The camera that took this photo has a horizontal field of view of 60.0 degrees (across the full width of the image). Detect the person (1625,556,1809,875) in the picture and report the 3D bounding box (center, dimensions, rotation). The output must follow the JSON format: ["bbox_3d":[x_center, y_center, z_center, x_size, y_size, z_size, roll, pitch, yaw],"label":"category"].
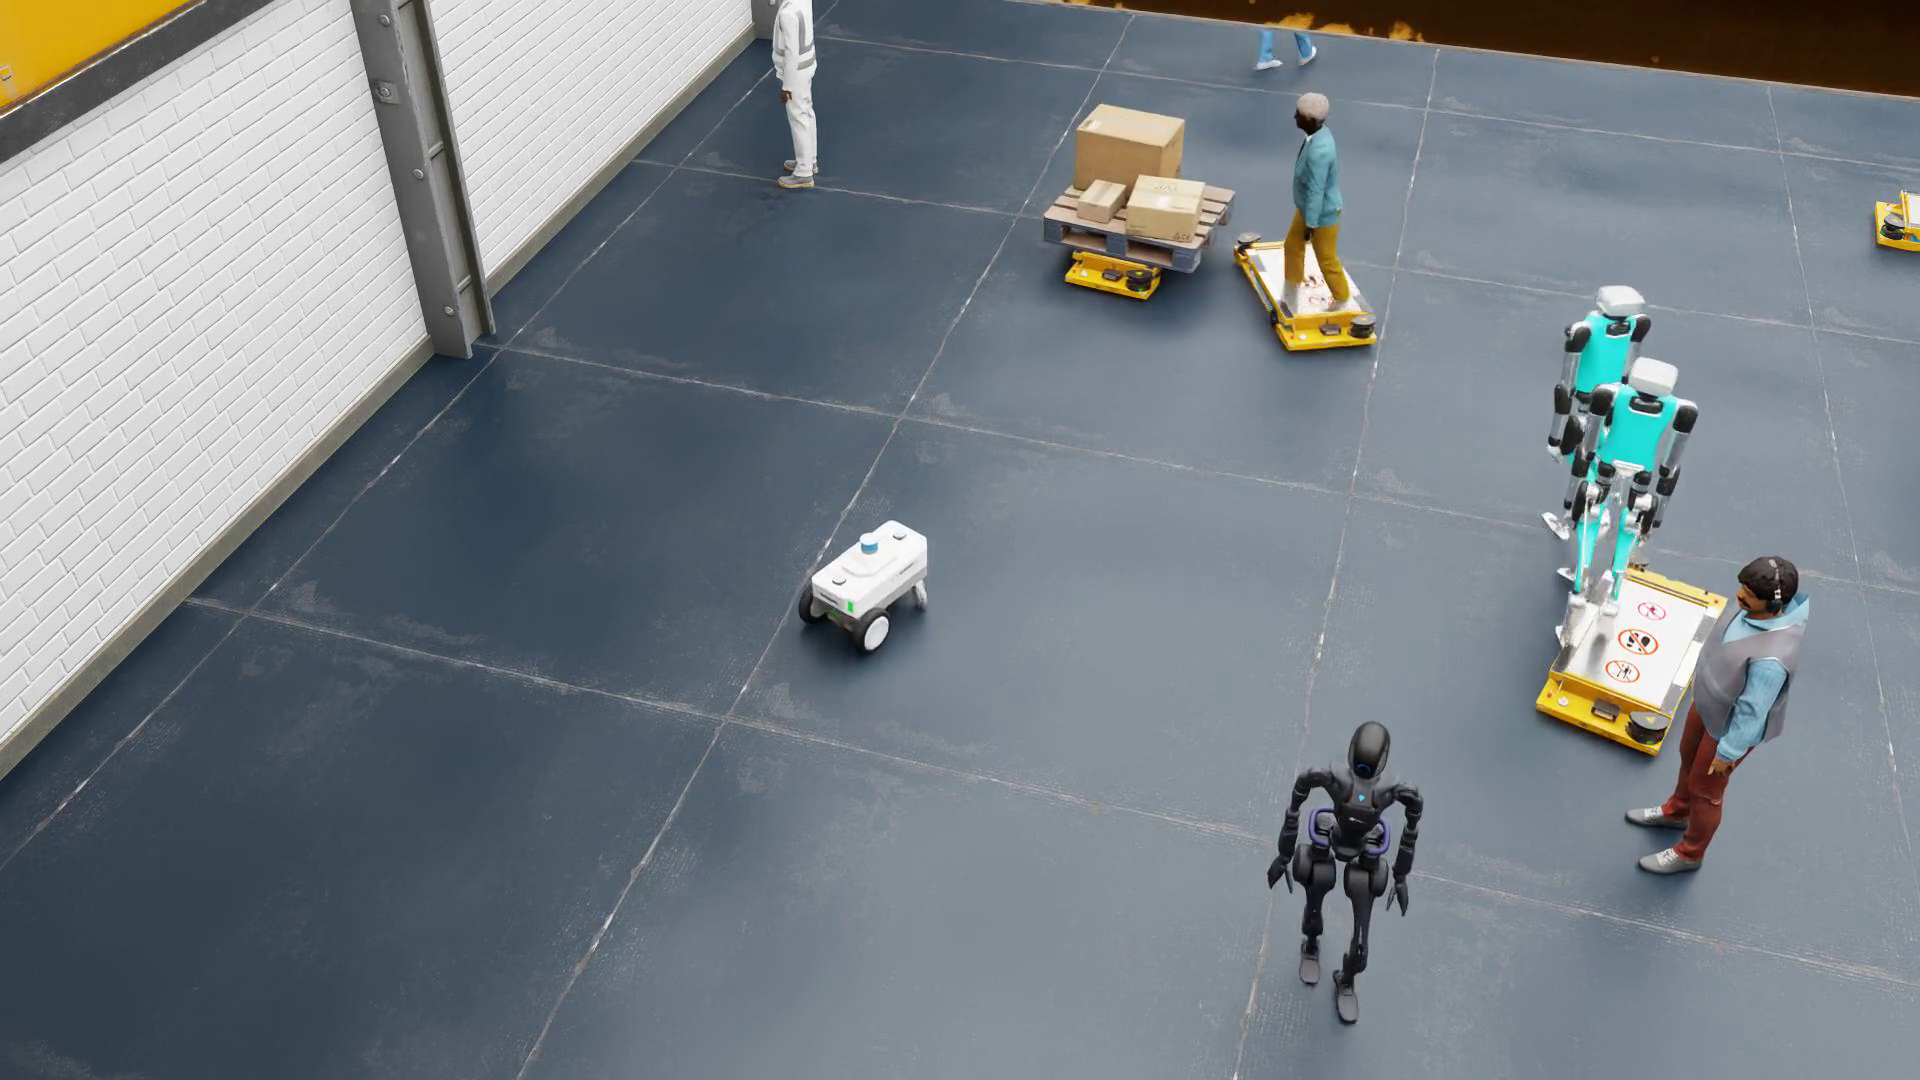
[{"bbox_3d":[3.558,0.822,7.706,0.422,1.869,0.546,5,39,6],"label":"person"}]

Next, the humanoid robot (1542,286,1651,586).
[{"bbox_3d":[3.731,-0.501,9.499,0.570,1.780,0.920,-14,41,-17],"label":"humanoid robot"}]

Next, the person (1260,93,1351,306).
[{"bbox_3d":[2.579,-2.317,11.737,0.662,1.708,0.542,2,39,3],"label":"person"}]

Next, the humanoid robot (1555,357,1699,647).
[{"bbox_3d":[3.486,-0.055,8.914,0.531,1.787,0.785,14,41,16],"label":"humanoid robot"}]

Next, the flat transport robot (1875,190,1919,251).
[{"bbox_3d":[7.957,-2.400,12.990,1.431,0.231,0.659,14,41,16],"label":"flat transport robot"}]

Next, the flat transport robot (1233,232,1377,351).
[{"bbox_3d":[2.541,-1.863,12.322,0.659,0.231,1.431,-5,39,-7],"label":"flat transport robot"}]

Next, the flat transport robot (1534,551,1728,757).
[{"bbox_3d":[3.764,0.598,9.260,0.659,0.231,1.431,23,44,25],"label":"flat transport robot"}]

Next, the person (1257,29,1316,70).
[{"bbox_3d":[3.087,-5.218,15.366,0.720,1.686,0.505,-23,44,-26],"label":"person"}]

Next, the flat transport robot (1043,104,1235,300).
[{"bbox_3d":[1.384,-2.321,12.891,0.659,0.231,1.431,16,42,19],"label":"flat transport robot"}]

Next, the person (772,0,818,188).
[{"bbox_3d":[-1.338,-3.769,13.404,0.352,1.883,0.580,4,39,5],"label":"person"}]

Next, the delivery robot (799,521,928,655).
[{"bbox_3d":[-0.519,0.247,9.474,0.525,0.601,0.772,27,46,29],"label":"delivery robot"}]

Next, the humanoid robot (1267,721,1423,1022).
[{"bbox_3d":[1.646,1.389,7.154,0.609,1.644,0.430,8,39,10],"label":"humanoid robot"}]
